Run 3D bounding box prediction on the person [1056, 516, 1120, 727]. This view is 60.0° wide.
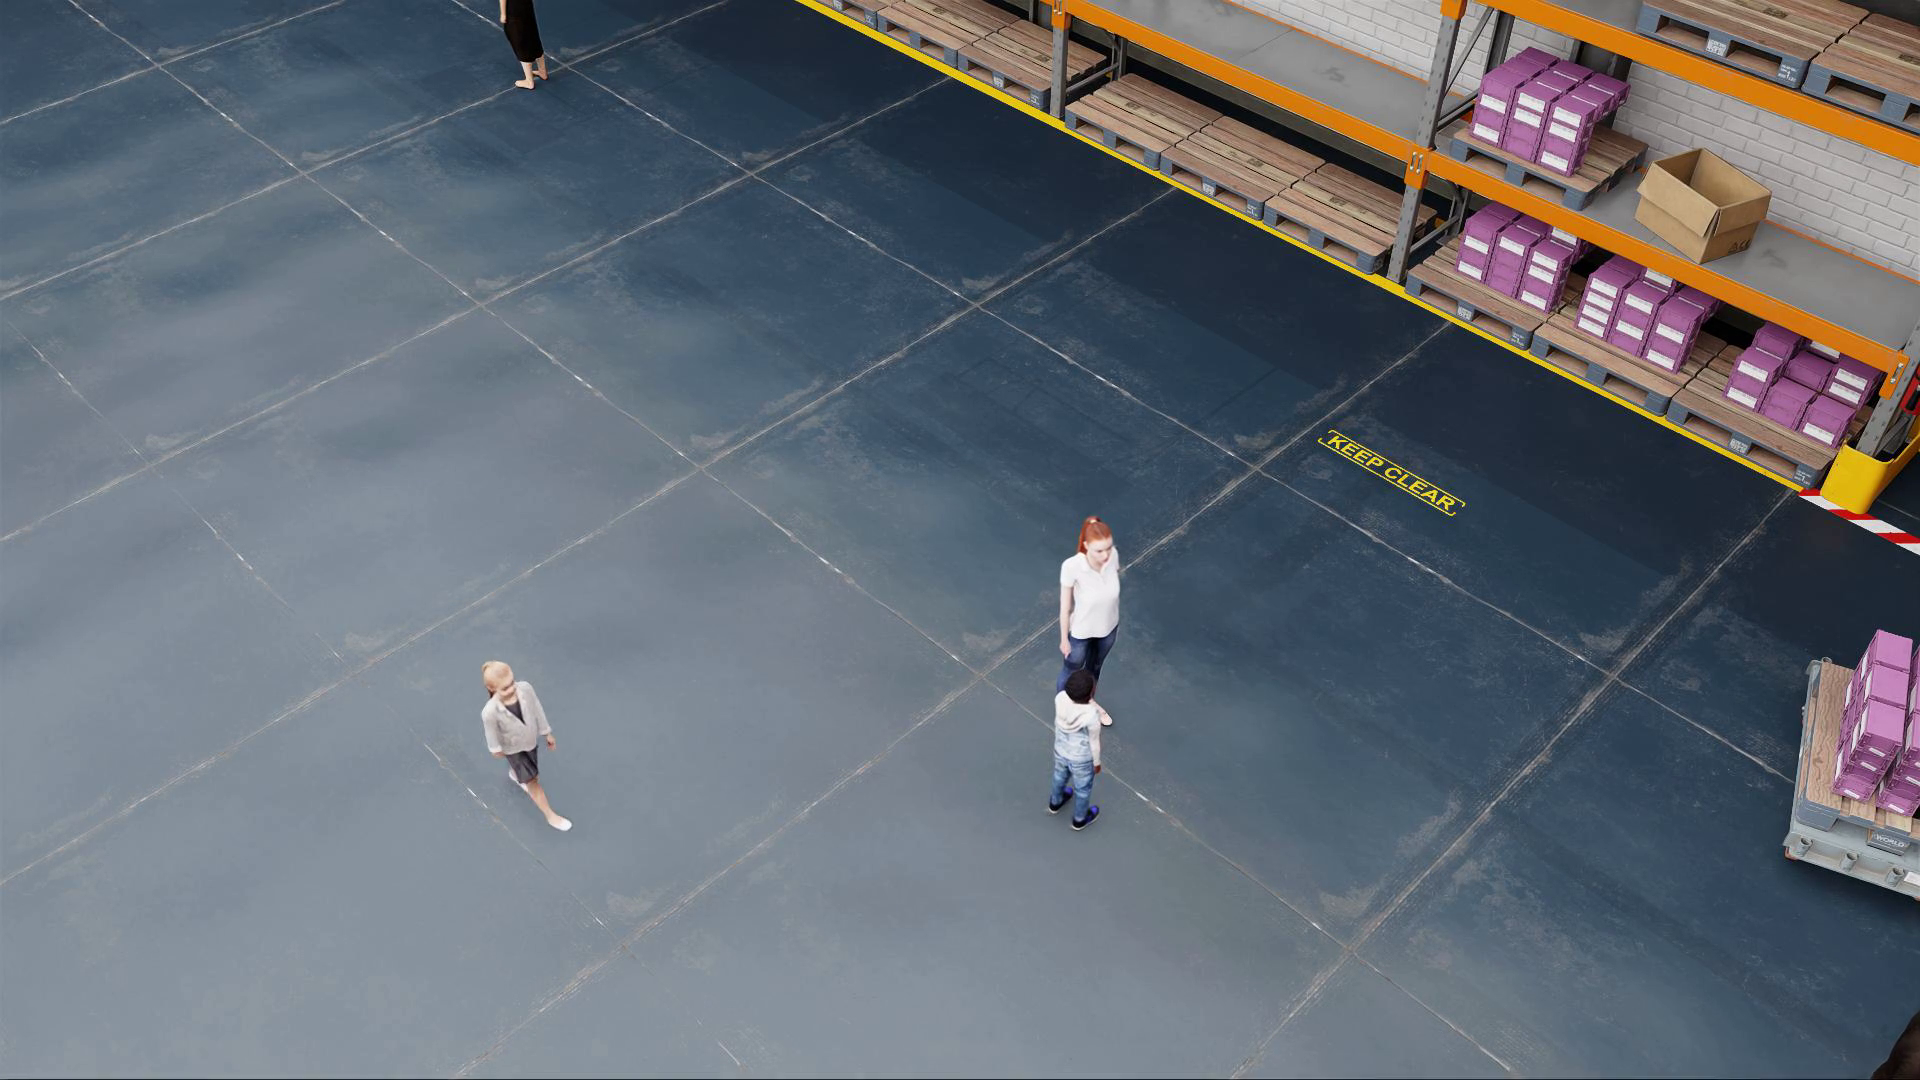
[{"bbox_3d":[0.792,0.536,10.293,0.610,1.740,0.601,-23,48,-22],"label":"person"}]

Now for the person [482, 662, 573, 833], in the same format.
[{"bbox_3d":[-2.686,1.162,10.001,0.902,1.236,0.553,29,51,27],"label":"person"}]

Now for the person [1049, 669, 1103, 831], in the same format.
[{"bbox_3d":[0.688,1.238,9.906,0.412,1.258,0.533,34,53,30],"label":"person"}]

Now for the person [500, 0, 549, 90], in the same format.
[{"bbox_3d":[-4.379,-5.271,16.472,0.634,1.624,0.630,22,48,22],"label":"person"}]
